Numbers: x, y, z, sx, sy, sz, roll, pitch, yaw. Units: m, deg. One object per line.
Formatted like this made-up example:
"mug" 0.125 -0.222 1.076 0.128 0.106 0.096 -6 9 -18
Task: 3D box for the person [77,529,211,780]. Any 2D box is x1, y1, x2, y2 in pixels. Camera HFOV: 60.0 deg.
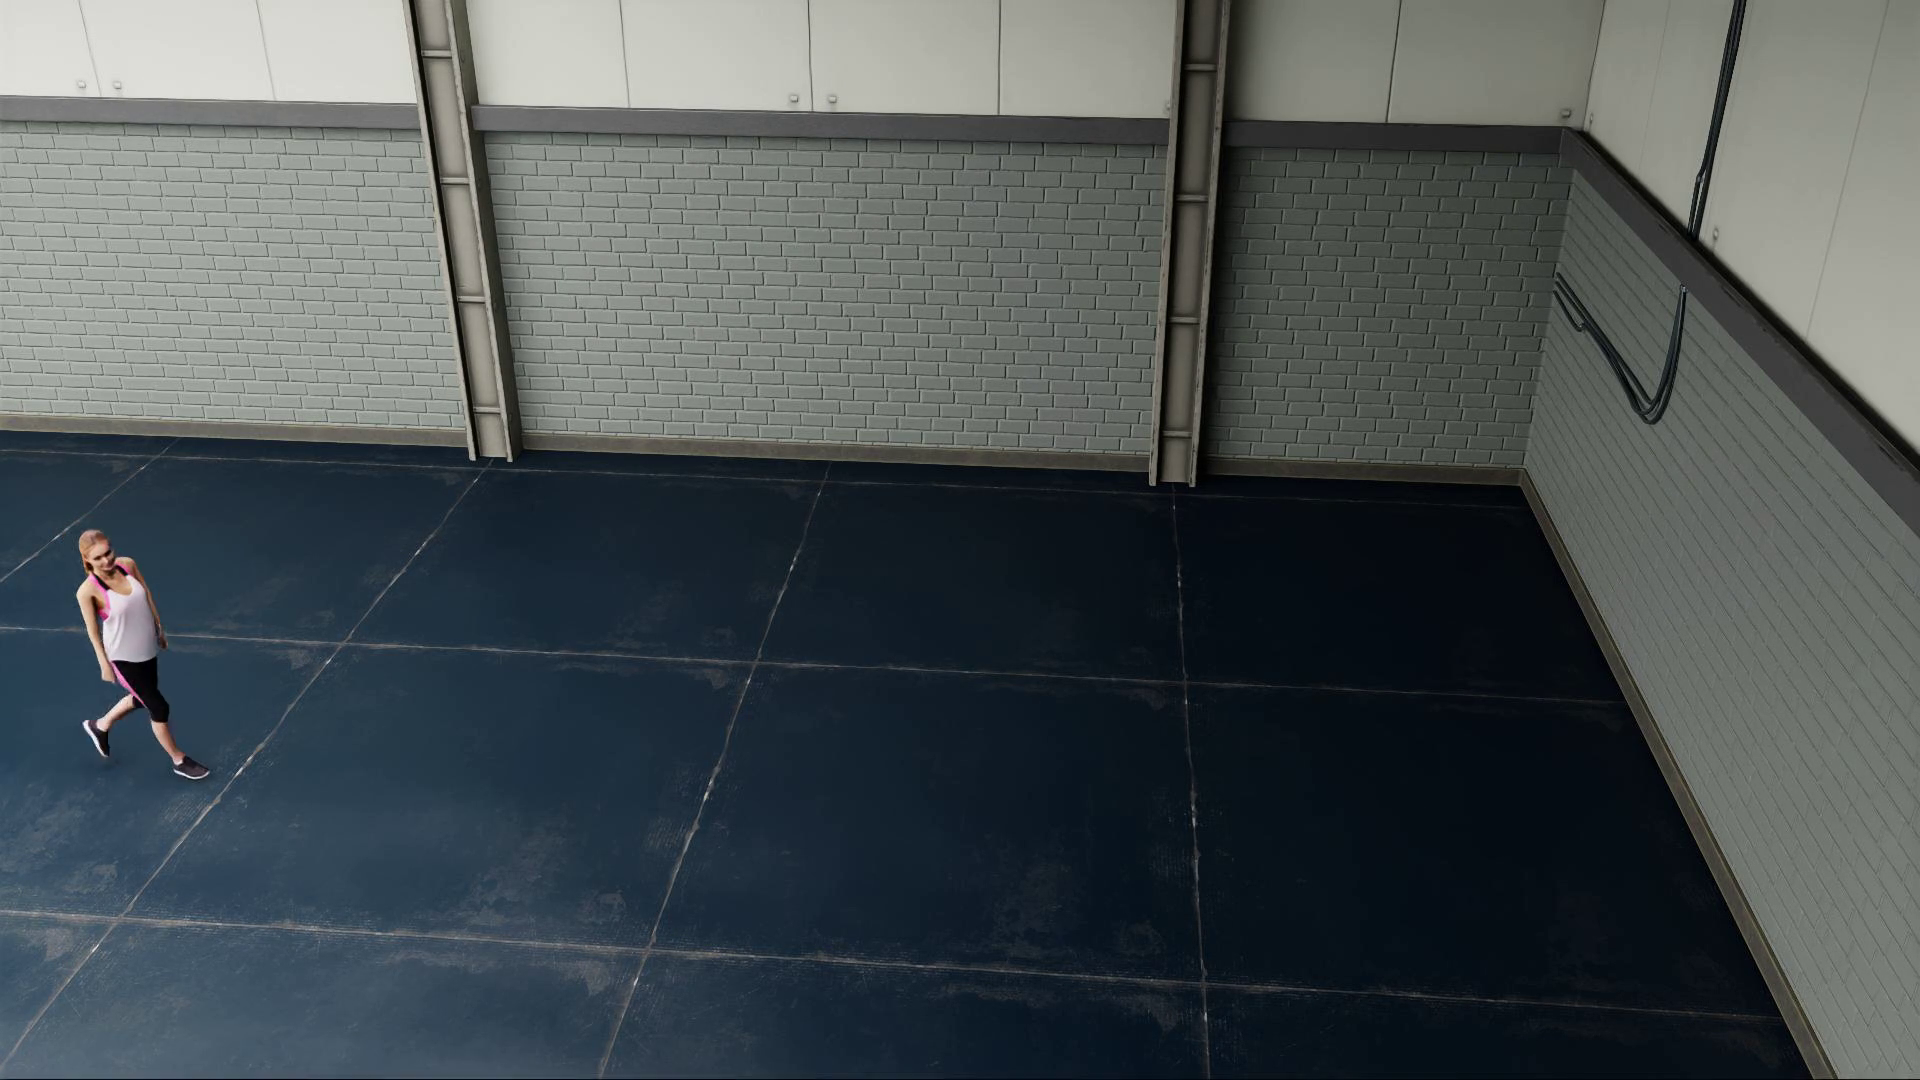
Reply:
"person" -5.100 0.692 10.098 1.099 1.755 0.758 7 28 14
